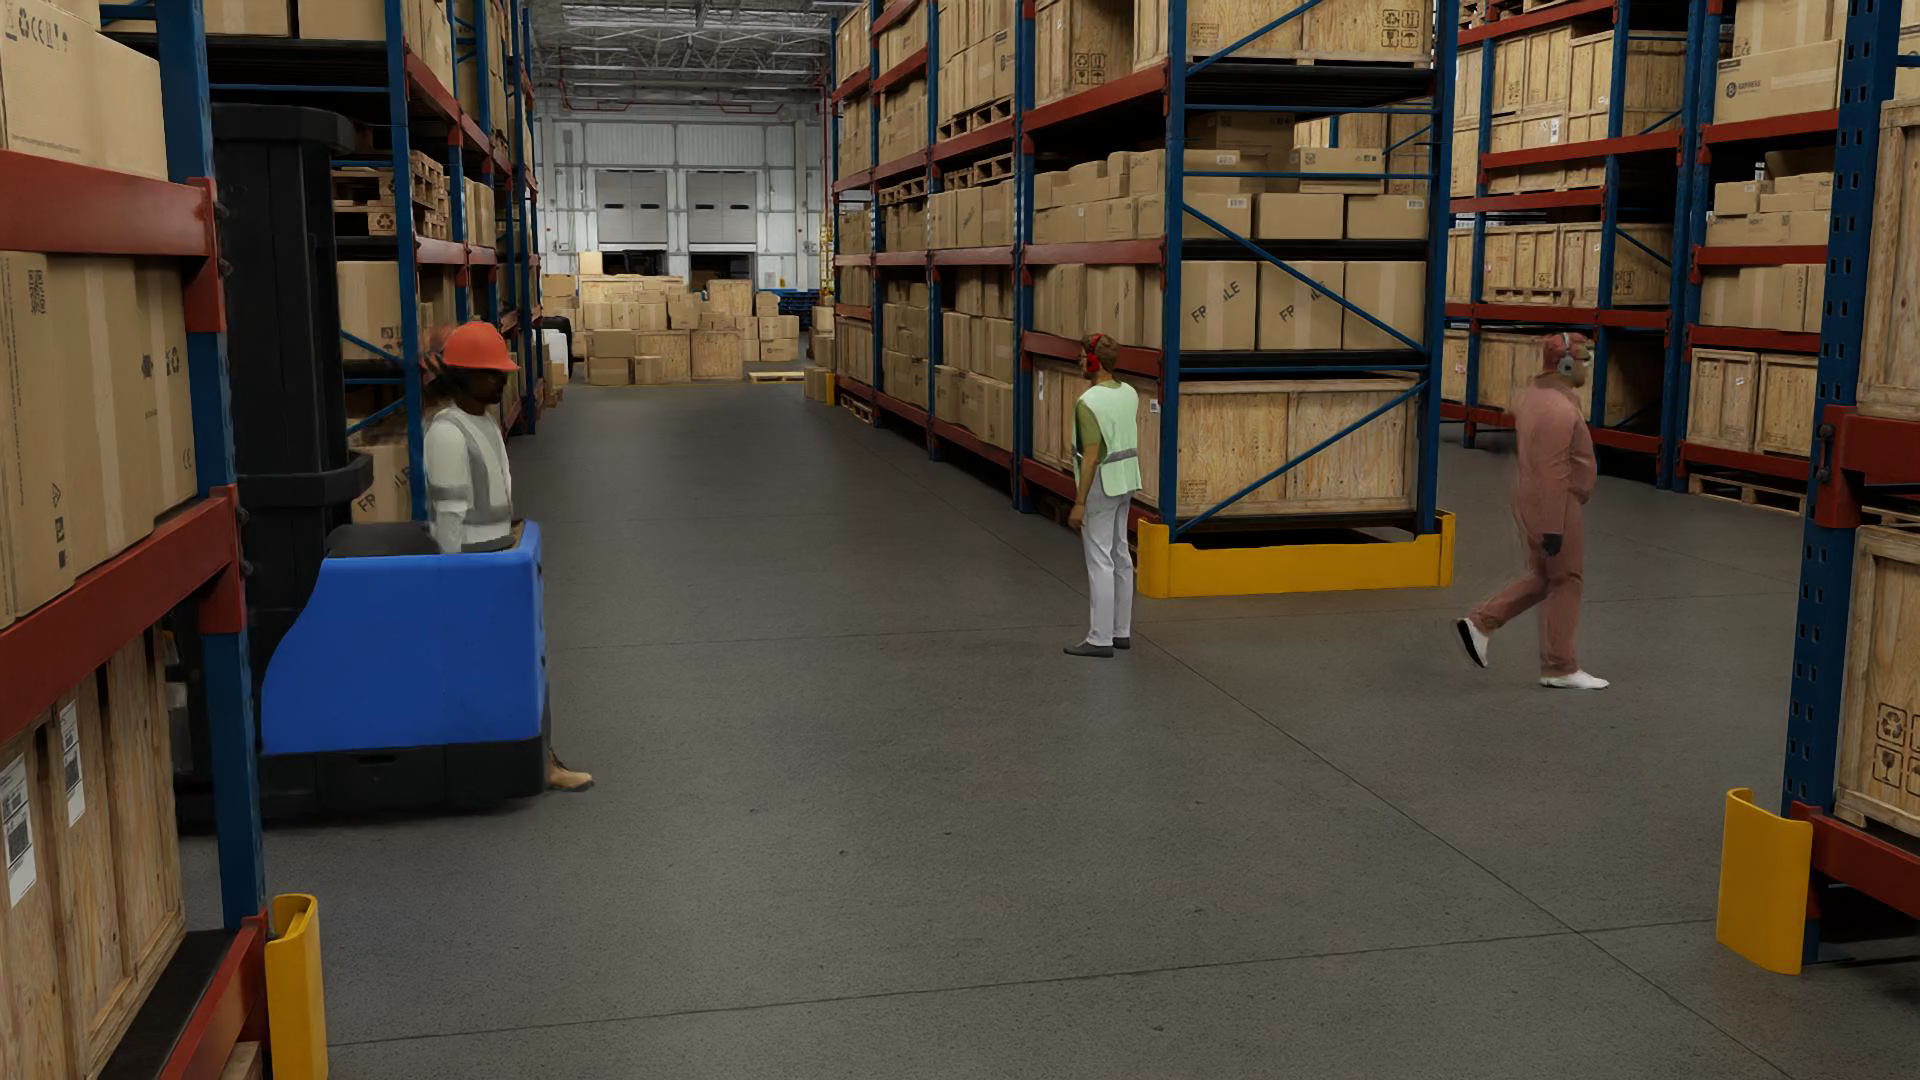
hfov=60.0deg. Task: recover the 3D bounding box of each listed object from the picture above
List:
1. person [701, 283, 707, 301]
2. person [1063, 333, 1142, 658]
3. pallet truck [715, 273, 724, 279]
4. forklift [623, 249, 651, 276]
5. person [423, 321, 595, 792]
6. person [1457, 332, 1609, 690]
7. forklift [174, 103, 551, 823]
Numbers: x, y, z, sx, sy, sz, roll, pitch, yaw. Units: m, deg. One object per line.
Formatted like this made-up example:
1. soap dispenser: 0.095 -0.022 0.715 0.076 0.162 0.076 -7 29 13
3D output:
1. person: -9.188 -8.449 60.094 0.307 1.640 0.518 1 9 8
2. person: 0.826 -0.249 9.481 0.388 1.847 0.563 6 11 33
3. pallet truck: -8.580 -8.986 62.280 1.885 1.965 0.823 1 9 5
4. forklift: -11.048 -8.569 57.054 1.129 2.768 1.873 -8 12 -39
5. person: -2.094 0.097 6.911 0.983 2.012 0.621 0 9 3
6. person: 3.069 -0.151 8.746 0.671 1.891 0.657 1 9 6
7. forklift: -2.711 -0.332 6.849 1.873 2.768 1.129 -2 10 -12
